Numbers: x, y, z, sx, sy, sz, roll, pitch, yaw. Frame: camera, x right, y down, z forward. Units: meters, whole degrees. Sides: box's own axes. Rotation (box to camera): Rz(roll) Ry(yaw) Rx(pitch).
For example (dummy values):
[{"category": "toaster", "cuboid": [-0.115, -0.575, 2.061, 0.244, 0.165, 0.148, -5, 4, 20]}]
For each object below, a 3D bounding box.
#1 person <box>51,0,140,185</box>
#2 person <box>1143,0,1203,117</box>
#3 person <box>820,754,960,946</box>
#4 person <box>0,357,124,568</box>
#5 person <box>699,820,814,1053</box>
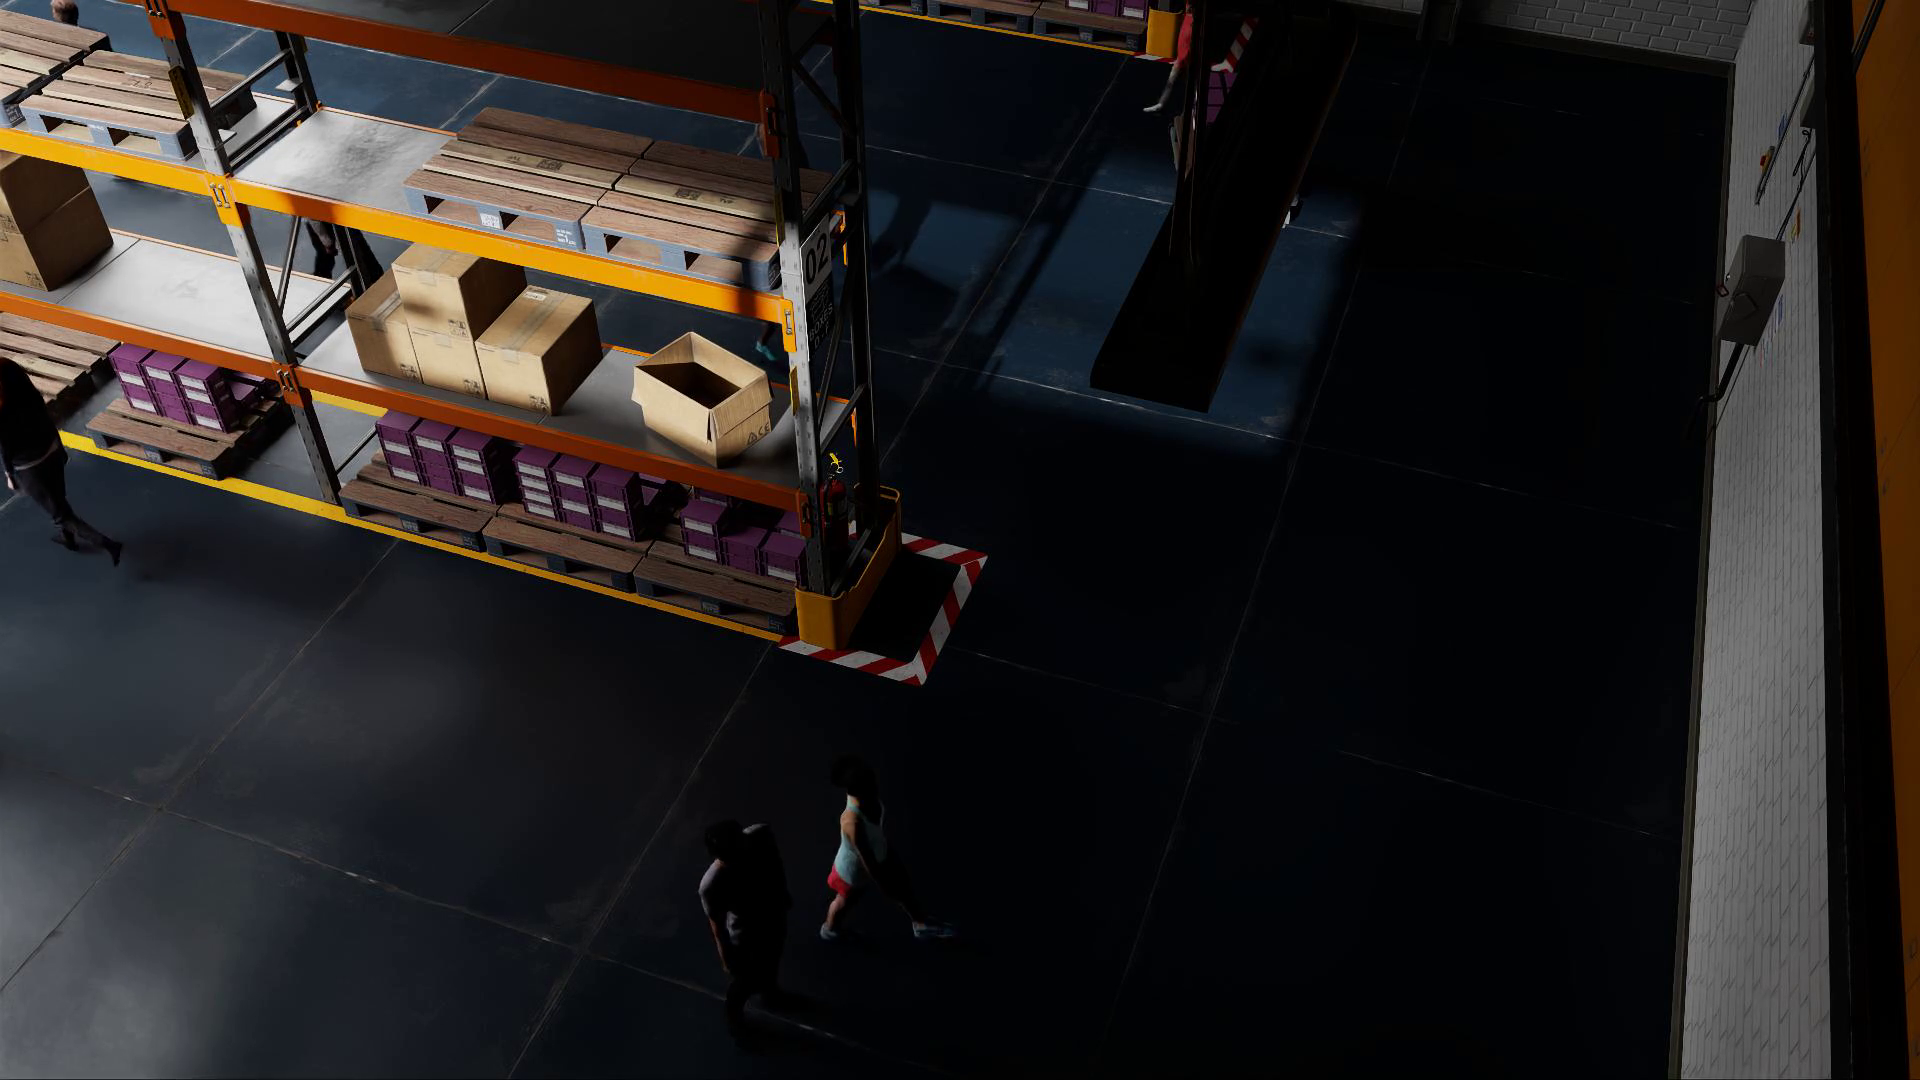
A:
[{"category": "person", "cuboid": [-7.785, -4.037, 15.116, 0.733, 1.802, 0.736, 10, 45, 10]}, {"category": "person", "cuboid": [2.292, -4.673, 16.081, 0.911, 1.392, 0.809, -11, 45, -12]}, {"category": "person", "cuboid": [-0.610, 1.774, 9.074, 1.054, 1.722, 0.678, 7, 44, 7]}, {"category": "person", "cuboid": [-6.259, -0.483, 11.422, 1.001, 1.753, 0.594, 14, 45, 14]}, {"category": "person", "cuboid": [-1.074, 2.000, 8.750, 0.698, 1.842, 0.748, 14, 45, 14]}]
